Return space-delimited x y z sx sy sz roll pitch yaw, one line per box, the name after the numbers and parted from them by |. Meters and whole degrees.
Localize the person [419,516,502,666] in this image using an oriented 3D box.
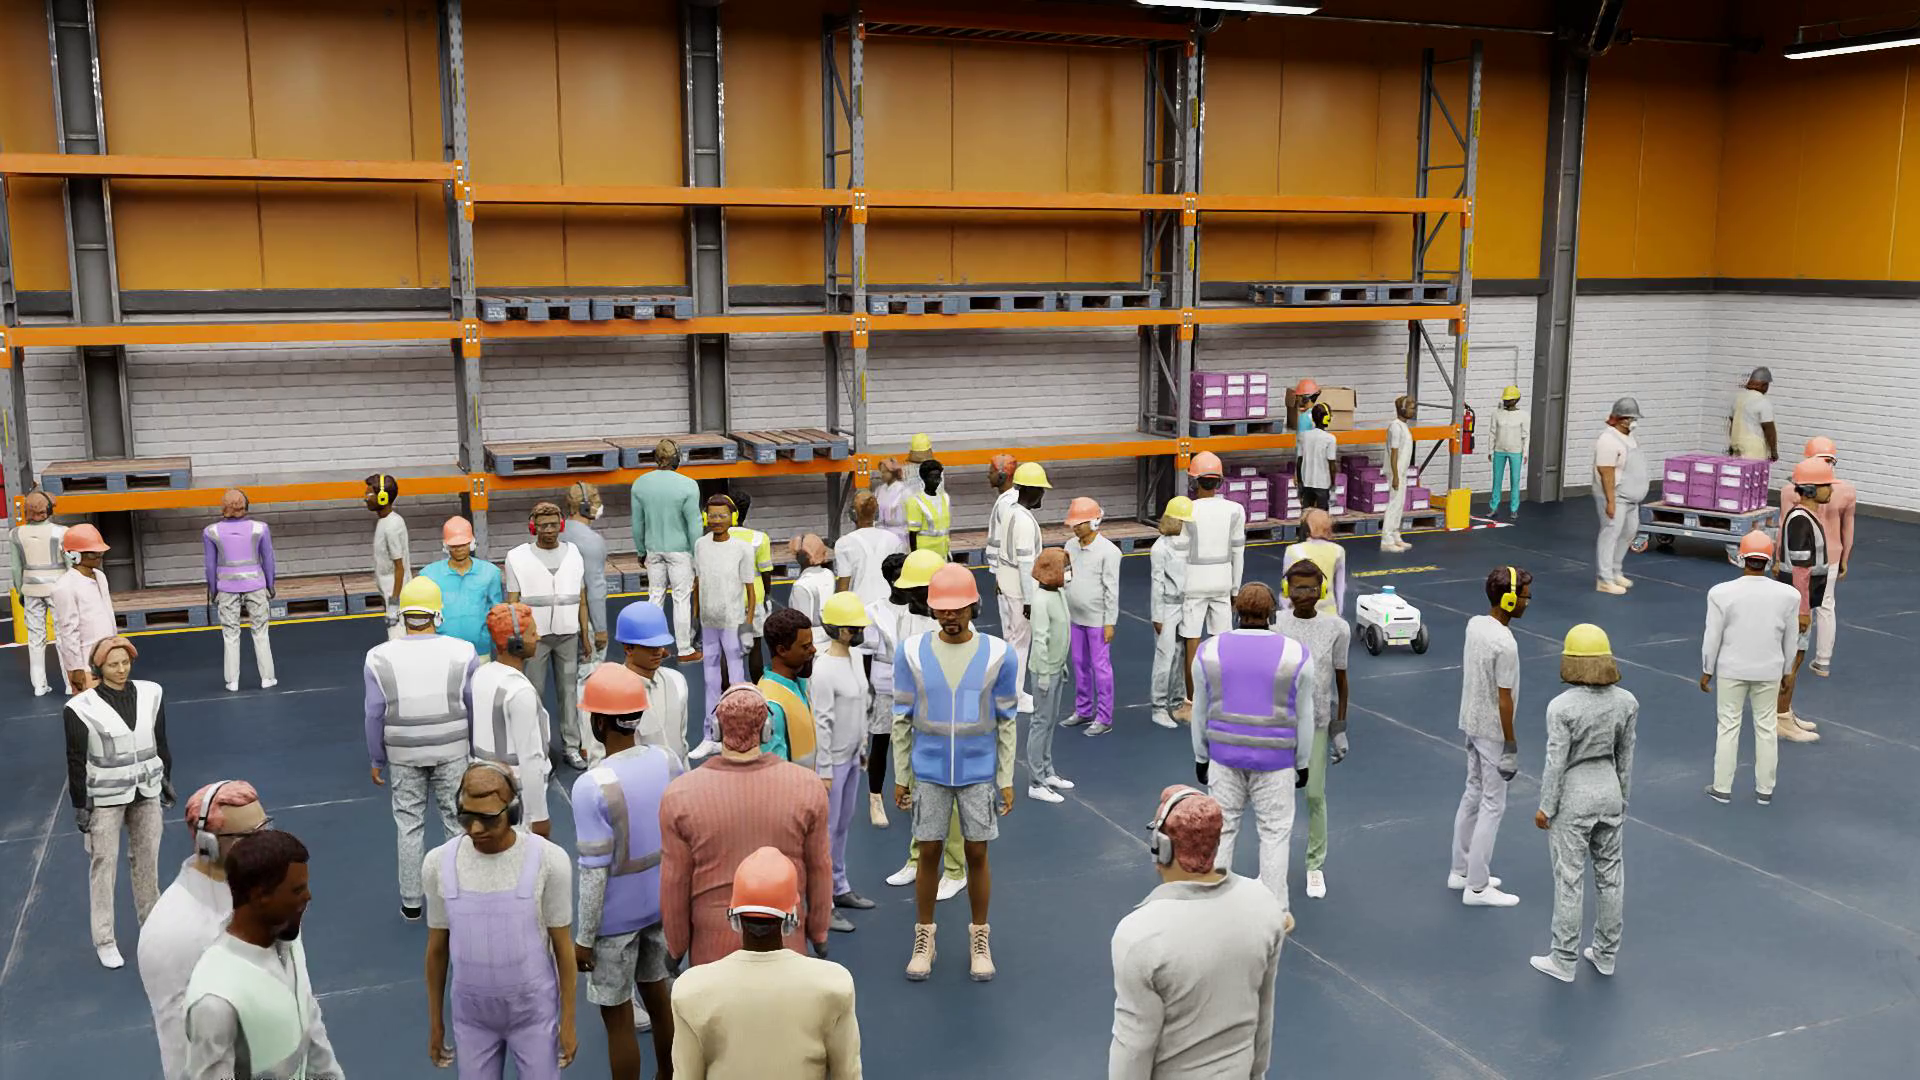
-3.341 0.704 11.177 0.561 1.753 0.330 -4 11 -22 | person

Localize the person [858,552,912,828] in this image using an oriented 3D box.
-0.367 0.907 10.176 0.542 1.695 0.316 -5 11 -27 | person

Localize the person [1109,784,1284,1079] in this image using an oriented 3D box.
0.678 1.683 5.107 0.652 1.906 0.403 -7 12 -35 | person

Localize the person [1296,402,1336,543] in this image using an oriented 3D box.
3.900 -0.567 18.170 0.330 1.872 0.512 -9 13 -41 | person

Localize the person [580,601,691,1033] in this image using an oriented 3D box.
-1.441 1.232 7.584 0.387 1.948 0.606 6 12 33 | person

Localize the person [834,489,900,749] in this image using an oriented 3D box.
-0.657 0.556 11.770 0.508 1.844 0.332 -6 11 -30 | person

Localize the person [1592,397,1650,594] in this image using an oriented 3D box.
6.784 -0.464 17.089 0.535 2.000 0.706 8 13 39 | person

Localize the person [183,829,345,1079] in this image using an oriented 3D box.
-2.036 1.746 4.894 1.017 1.861 0.598 -2 10 -9 | person

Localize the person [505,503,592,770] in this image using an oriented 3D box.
-2.760 0.655 11.201 0.567 1.846 0.389 -6 11 -30 | person

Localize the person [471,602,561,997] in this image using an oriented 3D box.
-2.090 1.223 7.825 0.361 1.883 0.574 -7 12 -36 | person

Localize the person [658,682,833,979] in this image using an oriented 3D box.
-0.805 1.477 6.294 0.644 1.907 0.400 -2 10 -12 | person

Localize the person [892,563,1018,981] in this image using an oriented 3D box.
-0.027 1.113 7.993 0.607 2.044 0.379 0 10 2 | person

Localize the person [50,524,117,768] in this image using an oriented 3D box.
-5.664 0.759 10.868 0.330 1.751 0.564 -1 10 -5 | person

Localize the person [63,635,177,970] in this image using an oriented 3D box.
-4.140 1.273 8.233 0.307 1.639 0.525 6 12 32 | person

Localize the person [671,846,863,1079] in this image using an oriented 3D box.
-0.576 1.775 5.013 0.573 1.750 0.330 -1 10 -6 | person

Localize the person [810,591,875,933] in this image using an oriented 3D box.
-0.609 1.133 8.678 0.331 1.768 0.526 3 10 18 | person

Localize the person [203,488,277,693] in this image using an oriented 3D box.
-5.723 0.401 13.258 0.513 1.641 0.307 -4 11 -20 | person

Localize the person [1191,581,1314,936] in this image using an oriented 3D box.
1.501 1.123 8.574 0.626 1.836 0.432 4 11 21 | person

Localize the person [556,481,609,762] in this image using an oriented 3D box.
-2.610 0.556 11.506 0.377 1.940 0.629 -8 12 -37 | person

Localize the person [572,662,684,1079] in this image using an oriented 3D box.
-1.315 1.428 6.482 0.356 1.937 0.552 5 11 29 | person

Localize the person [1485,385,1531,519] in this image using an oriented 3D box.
7.201 -1.151 21.857 0.523 1.762 0.328 6 12 31 | person

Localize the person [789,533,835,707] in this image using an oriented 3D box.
-0.988 0.761 11.181 0.306 1.640 0.523 3 10 19 | person

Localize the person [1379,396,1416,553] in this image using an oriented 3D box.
5.132 -0.771 19.449 0.337 1.836 0.507 5 11 26 | person

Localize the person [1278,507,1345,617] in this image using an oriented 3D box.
2.626 0.567 12.337 0.534 1.625 0.483 -3 10 -19 | person

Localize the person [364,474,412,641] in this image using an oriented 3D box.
-4.248 0.433 12.408 0.335 1.873 0.519 -4 11 -21 | person

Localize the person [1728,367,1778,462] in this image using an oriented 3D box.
10.456 -1.259 21.666 0.884 2.000 0.712 -1 10 -6 | person

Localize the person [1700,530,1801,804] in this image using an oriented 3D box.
5.009 0.808 10.582 0.562 1.753 0.333 2 10 12 | person

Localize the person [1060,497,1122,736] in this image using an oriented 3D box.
0.925 0.546 12.132 0.356 1.742 0.575 -7 12 -37 | person

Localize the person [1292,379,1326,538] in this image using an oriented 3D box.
4.032 -0.852 19.356 0.406 2.036 0.609 6 11 30 | person

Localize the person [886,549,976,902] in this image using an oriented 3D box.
-0.163 0.993 9.023 0.594 1.922 0.375 9 14 43 | person

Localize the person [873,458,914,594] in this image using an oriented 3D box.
-0.692 0.051 15.362 0.818 1.597 0.546 -8 12 -37 | person

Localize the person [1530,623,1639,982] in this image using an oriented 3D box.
3.002 1.259 8.028 0.483 1.740 0.308 -3 10 -15 | person

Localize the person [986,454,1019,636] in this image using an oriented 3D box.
0.381 0.238 13.495 0.346 1.882 0.578 2 10 9 | person

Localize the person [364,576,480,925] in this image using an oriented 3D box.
-2.782 1.095 8.702 0.600 1.830 0.404 -3 10 -17 | person

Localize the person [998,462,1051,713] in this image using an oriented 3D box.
0.493 0.363 12.681 0.397 1.920 0.586 -1 10 -6 | person

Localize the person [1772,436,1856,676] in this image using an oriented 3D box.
7.035 0.140 13.737 0.622 1.994 0.381 0 10 1 | person

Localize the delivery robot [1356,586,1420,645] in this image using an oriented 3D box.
3.775 0.649 14.682 0.477 0.478 0.707 -1 10 -8 | delivery robot

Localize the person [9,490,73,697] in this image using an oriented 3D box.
-7.176 0.430 13.089 0.514 1.642 0.310 0 10 -2 | person

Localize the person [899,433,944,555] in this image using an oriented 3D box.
-0.379 -0.162 16.263 0.501 1.748 0.366 3 10 14 | person

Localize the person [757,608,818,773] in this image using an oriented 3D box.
-0.802 1.249 7.572 0.386 1.918 0.595 0 10 -1 | person

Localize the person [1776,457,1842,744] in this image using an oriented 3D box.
6.060 0.425 11.948 0.366 2.047 0.609 5 11 25 | person

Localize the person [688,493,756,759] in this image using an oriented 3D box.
-1.639 0.603 11.422 0.519 1.875 0.327 5 11 25 | person

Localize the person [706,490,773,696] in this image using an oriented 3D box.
-1.692 0.468 12.705 0.539 1.695 0.319 0 10 -1 | person

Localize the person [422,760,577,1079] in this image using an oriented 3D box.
-1.557 1.625 5.655 0.511 1.836 0.357 0 10 1 | person

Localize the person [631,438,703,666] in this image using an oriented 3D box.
-2.463 0.105 14.100 0.636 1.938 0.355 3 10 17 | person

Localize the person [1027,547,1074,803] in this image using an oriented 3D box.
0.588 0.848 10.694 0.279 1.634 0.499 3 10 18 | person

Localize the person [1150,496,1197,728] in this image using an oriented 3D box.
1.603 0.527 12.277 0.322 1.728 0.487 9 14 43 | person

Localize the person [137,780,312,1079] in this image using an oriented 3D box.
-2.213 1.670 5.175 0.407 1.910 0.638 1 10 5 | person

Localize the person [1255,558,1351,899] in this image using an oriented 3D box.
1.848 1.017 9.055 0.531 1.867 0.317 3 10 19 | person

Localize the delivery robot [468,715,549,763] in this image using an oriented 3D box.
-3.110 1.280 11.047 0.707 0.478 0.477 -6 11 -30 | delivery robot

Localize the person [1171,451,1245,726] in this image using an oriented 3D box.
1.800 0.362 12.324 0.605 2.044 0.375 -3 10 -17 | person

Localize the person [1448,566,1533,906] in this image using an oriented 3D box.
2.856 1.048 8.923 0.337 1.856 0.524 -1 10 -7 | person

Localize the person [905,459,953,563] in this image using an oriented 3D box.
-0.259 0.129 14.652 0.316 1.699 0.542 8 13 39 | person
